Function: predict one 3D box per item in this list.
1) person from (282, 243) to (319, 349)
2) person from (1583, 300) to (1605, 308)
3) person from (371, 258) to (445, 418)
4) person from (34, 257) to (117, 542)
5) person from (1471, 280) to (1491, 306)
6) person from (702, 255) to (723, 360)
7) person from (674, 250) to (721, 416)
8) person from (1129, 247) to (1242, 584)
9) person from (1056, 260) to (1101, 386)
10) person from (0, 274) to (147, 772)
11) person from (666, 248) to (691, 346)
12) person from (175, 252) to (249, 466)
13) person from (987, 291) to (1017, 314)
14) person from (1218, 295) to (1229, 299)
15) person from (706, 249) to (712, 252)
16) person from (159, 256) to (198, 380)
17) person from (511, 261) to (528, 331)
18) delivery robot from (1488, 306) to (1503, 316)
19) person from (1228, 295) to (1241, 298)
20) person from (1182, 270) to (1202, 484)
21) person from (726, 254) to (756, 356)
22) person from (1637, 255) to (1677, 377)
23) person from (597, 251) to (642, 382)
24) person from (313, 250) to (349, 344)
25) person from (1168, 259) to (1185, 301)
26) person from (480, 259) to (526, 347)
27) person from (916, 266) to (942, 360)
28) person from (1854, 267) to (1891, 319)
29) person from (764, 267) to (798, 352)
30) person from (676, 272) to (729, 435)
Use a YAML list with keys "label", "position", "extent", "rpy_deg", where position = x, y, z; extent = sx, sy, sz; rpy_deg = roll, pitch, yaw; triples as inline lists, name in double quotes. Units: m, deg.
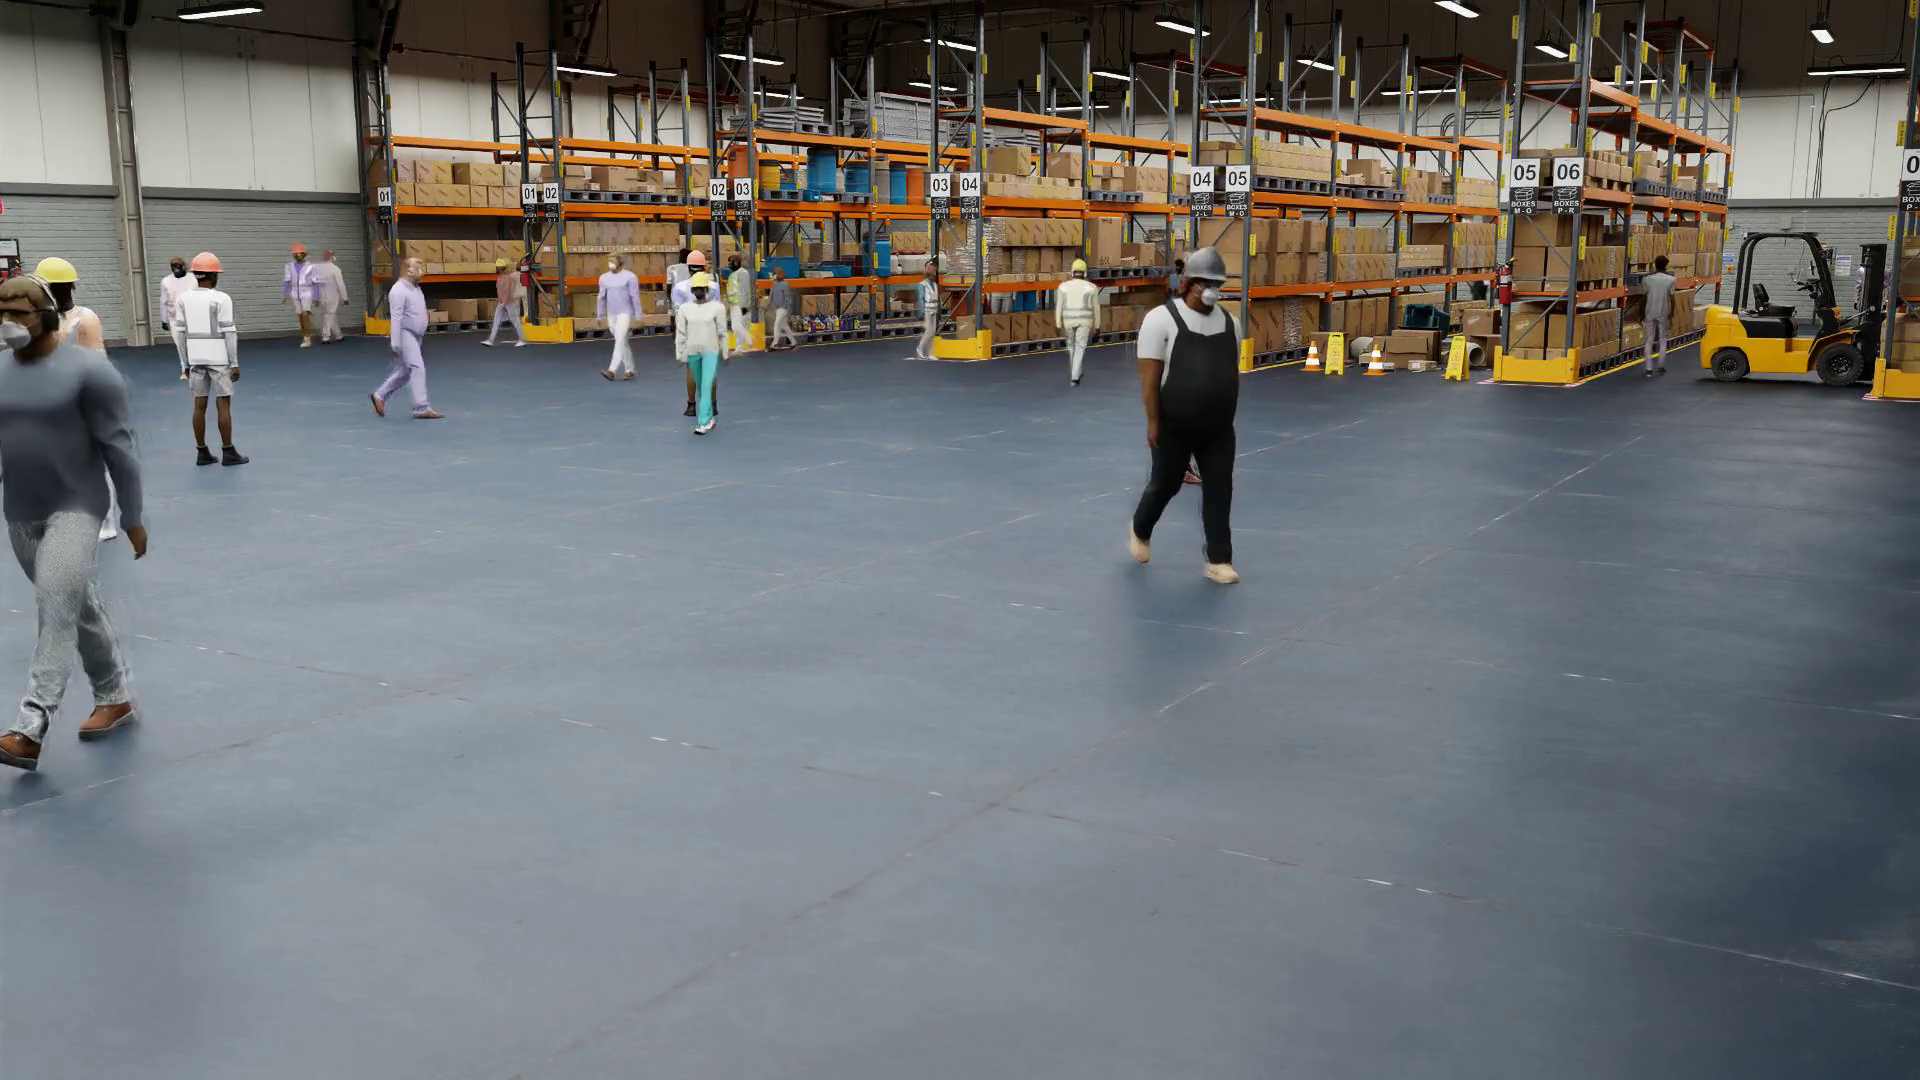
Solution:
- label: "person"
  position: [-12.721, -4.687, 32.033]
  extent: [0.631, 2.012, 0.866]
  rpy_deg: [1, 10, 5]
- label: "person"
  position: [13.675, -5.305, 35.849]
  extent: [0.569, 1.879, 1.010]
  rpy_deg: [8, 13, 37]
- label: "person"
  position: [-6.461, -2.330, 19.256]
  extent: [0.861, 1.868, 0.685]
  rpy_deg: [0, 10, 2]
- label: "person"
  position: [-5.999, -0.932, 11.226]
  extent: [0.594, 1.925, 0.377]
  rpy_deg: [6, 12, 31]
- label: "person"
  position: [13.106, -6.386, 41.925]
  extent: [0.609, 1.874, 0.634]
  rpy_deg: [5, 11, 27]
- label: "person"
  position: [-4.461, -4.083, 29.184]
  extent: [0.512, 1.822, 0.825]
  rpy_deg: [-10, 14, -44]
- label: "person"
  position: [-3.074, -2.415, 19.508]
  extent: [0.542, 1.938, 0.358]
  rpy_deg: [-3, 11, -17]
- label: "person"
  position: [1.381, -0.790, 10.115]
  extent: [0.688, 2.000, 0.880]
  rpy_deg: [-3, 11, -17]
- label: "person"
  position: [1.709, -3.102, 23.770]
  extent: [0.617, 1.781, 0.945]
  rpy_deg: [3, 11, 19]
- label: "person"
  position: [-3.606, -0.068, 6.471]
  extent: [0.657, 1.891, 1.007]
  rpy_deg: [2, 10, 10]
- label: "person"
  position: [-5.344, -4.630, 31.915]
  extent: [0.634, 1.931, 0.514]
  rpy_deg: [-4, 11, -22]
- label: "person"
  position: [-6.830, -1.642, 15.176]
  extent: [0.548, 1.937, 0.379]
  rpy_deg: [2, 10, 9]
- label: "person"
  position: [0.824, -4.810, 32.961]
  extent: [0.624, 1.932, 0.374]
  rpy_deg: [0, 10, 0]
- label: "person"
  position: [4.603, -4.393, 30.322]
  extent: [0.606, 2.035, 0.405]
  rpy_deg: [6, 12, 30]
- label: "person"
  position: [-6.076, -6.121, 40.410]
  extent: [0.576, 1.885, 0.355]
  rpy_deg: [6, 12, 31]
- label: "person"
  position: [-11.490, -3.271, 24.604]
  extent: [0.663, 1.824, 0.464]
  rpy_deg: [-1, 10, -3]
- label: "person"
  position: [-10.121, -5.638, 38.436]
  extent: [0.493, 1.624, 0.280]
  rpy_deg: [0, 10, 0]
- label: "delivery robot"
  position: [12.932, -5.516, 40.482]
  extent: [0.707, 0.478, 0.477]
  rpy_deg: [-1, 10, -8]
- label: "person"
  position: [5.516, -5.068, 34.550]
  extent: [0.658, 1.860, 0.980]
  rpy_deg: [2, 10, 11]
- label: "person"
  position: [1.962, -1.372, 13.896]
  extent: [0.417, 1.855, 0.523]
  rpy_deg: [1, 10, 6]
- label: "person"
  position: [-3.971, -4.187, 29.743]
  extent: [0.439, 1.825, 0.653]
  rpy_deg: [-5, 11, -27]
- label: "person"
  position: [10.685, -3.438, 25.522]
  extent: [0.541, 1.830, 0.898]
  rpy_deg: [5, 11, 27]
- label: "person"
  position: [-5.049, -3.254, 24.316]
  extent: [0.656, 1.890, 1.007]
  rpy_deg: [4, 11, 23]
- label: "person"
  position: [-12.635, -4.902, 33.612]
  extent: [0.681, 1.864, 0.927]
  rpy_deg: [5, 11, 25]
- label: "person"
  position: [4.554, -4.995, 34.634]
  extent: [0.552, 1.685, 0.366]
  rpy_deg: [7, 12, 35]
- label: "person"
  position: [-8.901, -4.607, 32.400]
  extent: [0.526, 1.719, 0.912]
  rpy_deg: [10, 14, 43]
- label: "person"
  position: [-0.522, -3.922, 28.816]
  extent: [0.362, 1.623, 0.529]
  rpy_deg: [6, 12, 32]
- label: "person"
  position: [17.289, -4.554, 31.545]
  extent: [0.585, 1.921, 0.392]
  rpy_deg: [6, 12, 30]
- label: "person"
  position: [-3.357, -4.336, 31.260]
  extent: [0.819, 1.594, 0.501]
  rpy_deg: [-7, 12, -35]
- label: "person"
  position: [-2.755, -1.995, 17.767]
  extent: [0.538, 1.721, 0.930]
  rpy_deg: [1, 10, 8]
